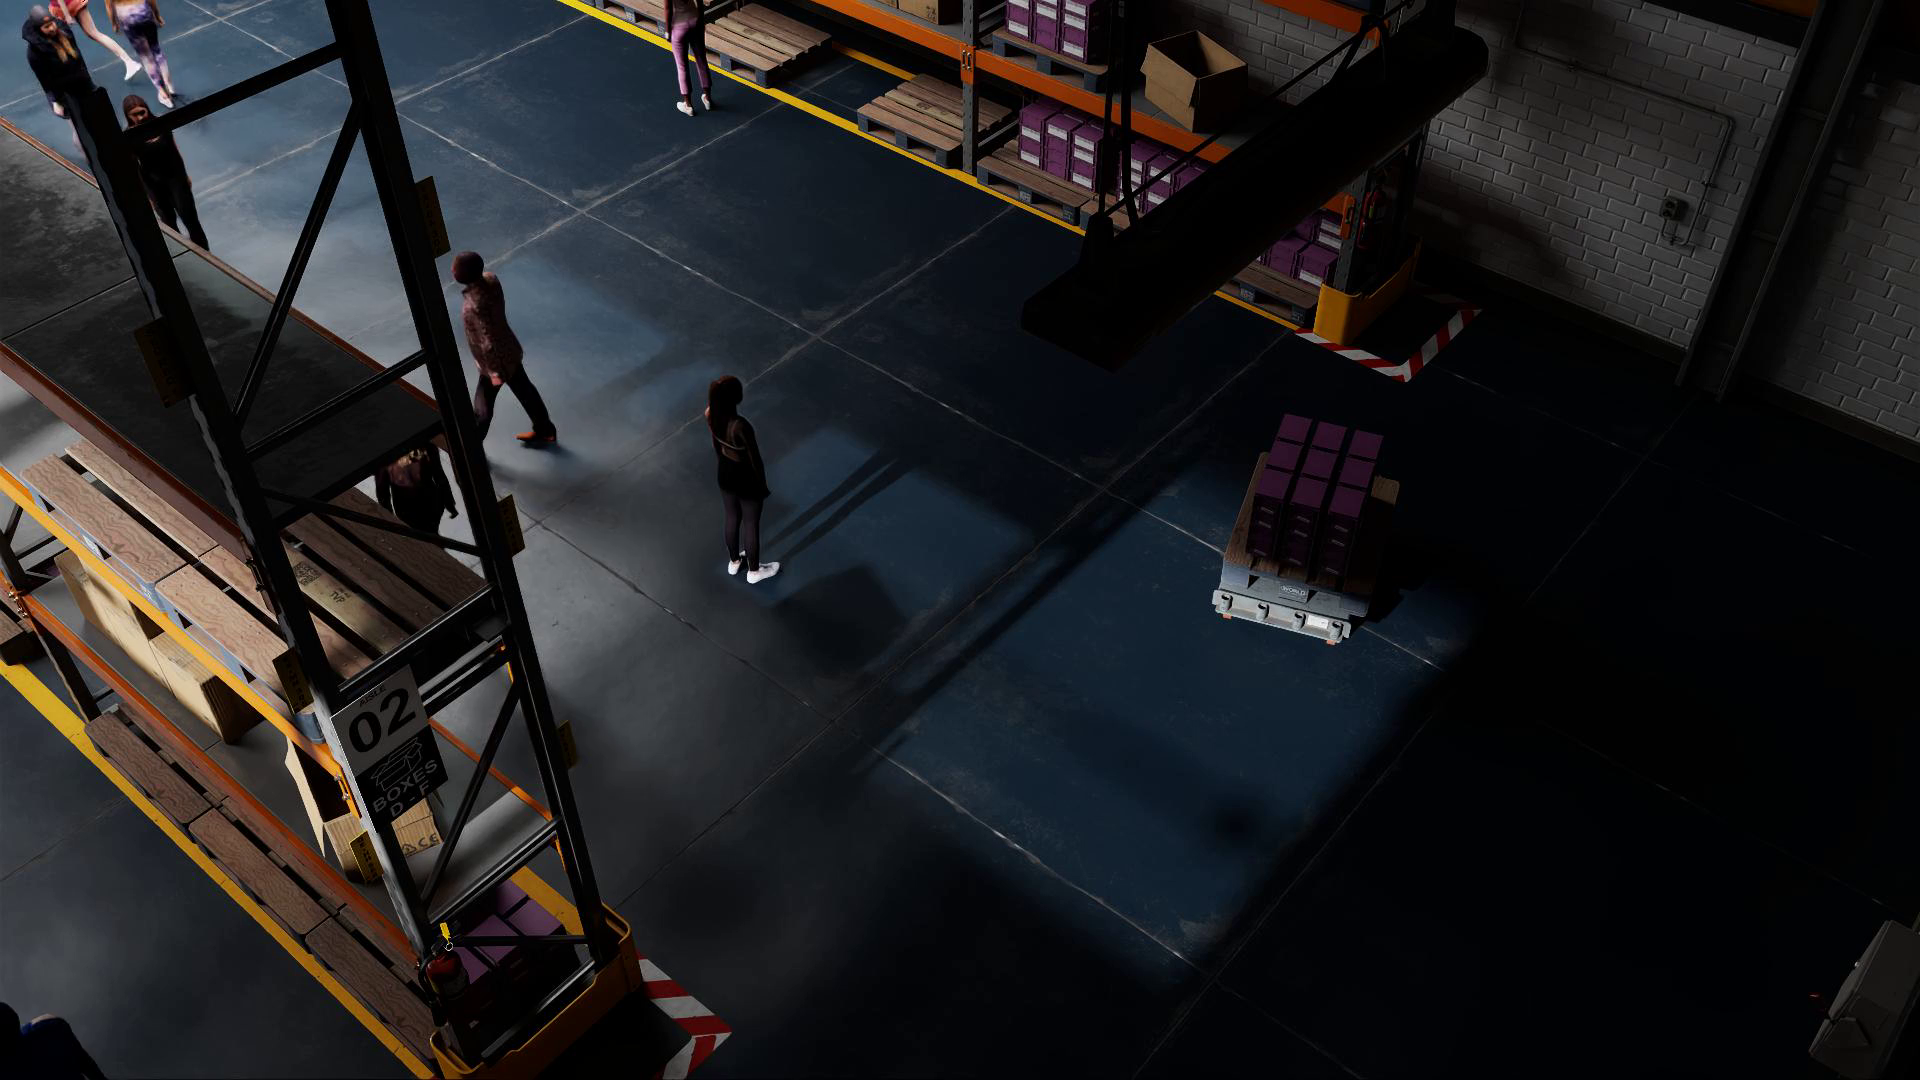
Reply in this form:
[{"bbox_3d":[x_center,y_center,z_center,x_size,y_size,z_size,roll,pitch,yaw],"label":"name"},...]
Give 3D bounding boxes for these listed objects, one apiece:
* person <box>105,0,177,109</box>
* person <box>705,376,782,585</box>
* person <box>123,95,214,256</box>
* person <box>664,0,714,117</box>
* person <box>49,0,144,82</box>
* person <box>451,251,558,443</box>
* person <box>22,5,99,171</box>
[{"bbox_3d":[-7.999,-5.037,16.246,0.635,1.758,0.648,-32,52,-29],"label":"person"},{"bbox_3d":[-1.522,-0.414,11.407,0.444,1.740,0.636,30,51,28],"label":"person"},{"bbox_3d":[-6.847,-3.075,14.260,0.740,1.657,1.061,-29,51,-27],"label":"person"},{"bbox_3d":[-2.670,-4.989,16.208,0.639,1.742,0.595,-26,49,-24],"label":"person"},{"bbox_3d":[-8.801,-5.323,16.575,1.196,1.718,0.994,5,44,5],"label":"person"},{"bbox_3d":[-3.355,-1.364,12.381,1.210,1.772,1.097,1,44,1],"label":"person"},{"bbox_3d":[-8.303,-4.180,15.413,0.764,1.667,0.752,17,46,17],"label":"person"}]
